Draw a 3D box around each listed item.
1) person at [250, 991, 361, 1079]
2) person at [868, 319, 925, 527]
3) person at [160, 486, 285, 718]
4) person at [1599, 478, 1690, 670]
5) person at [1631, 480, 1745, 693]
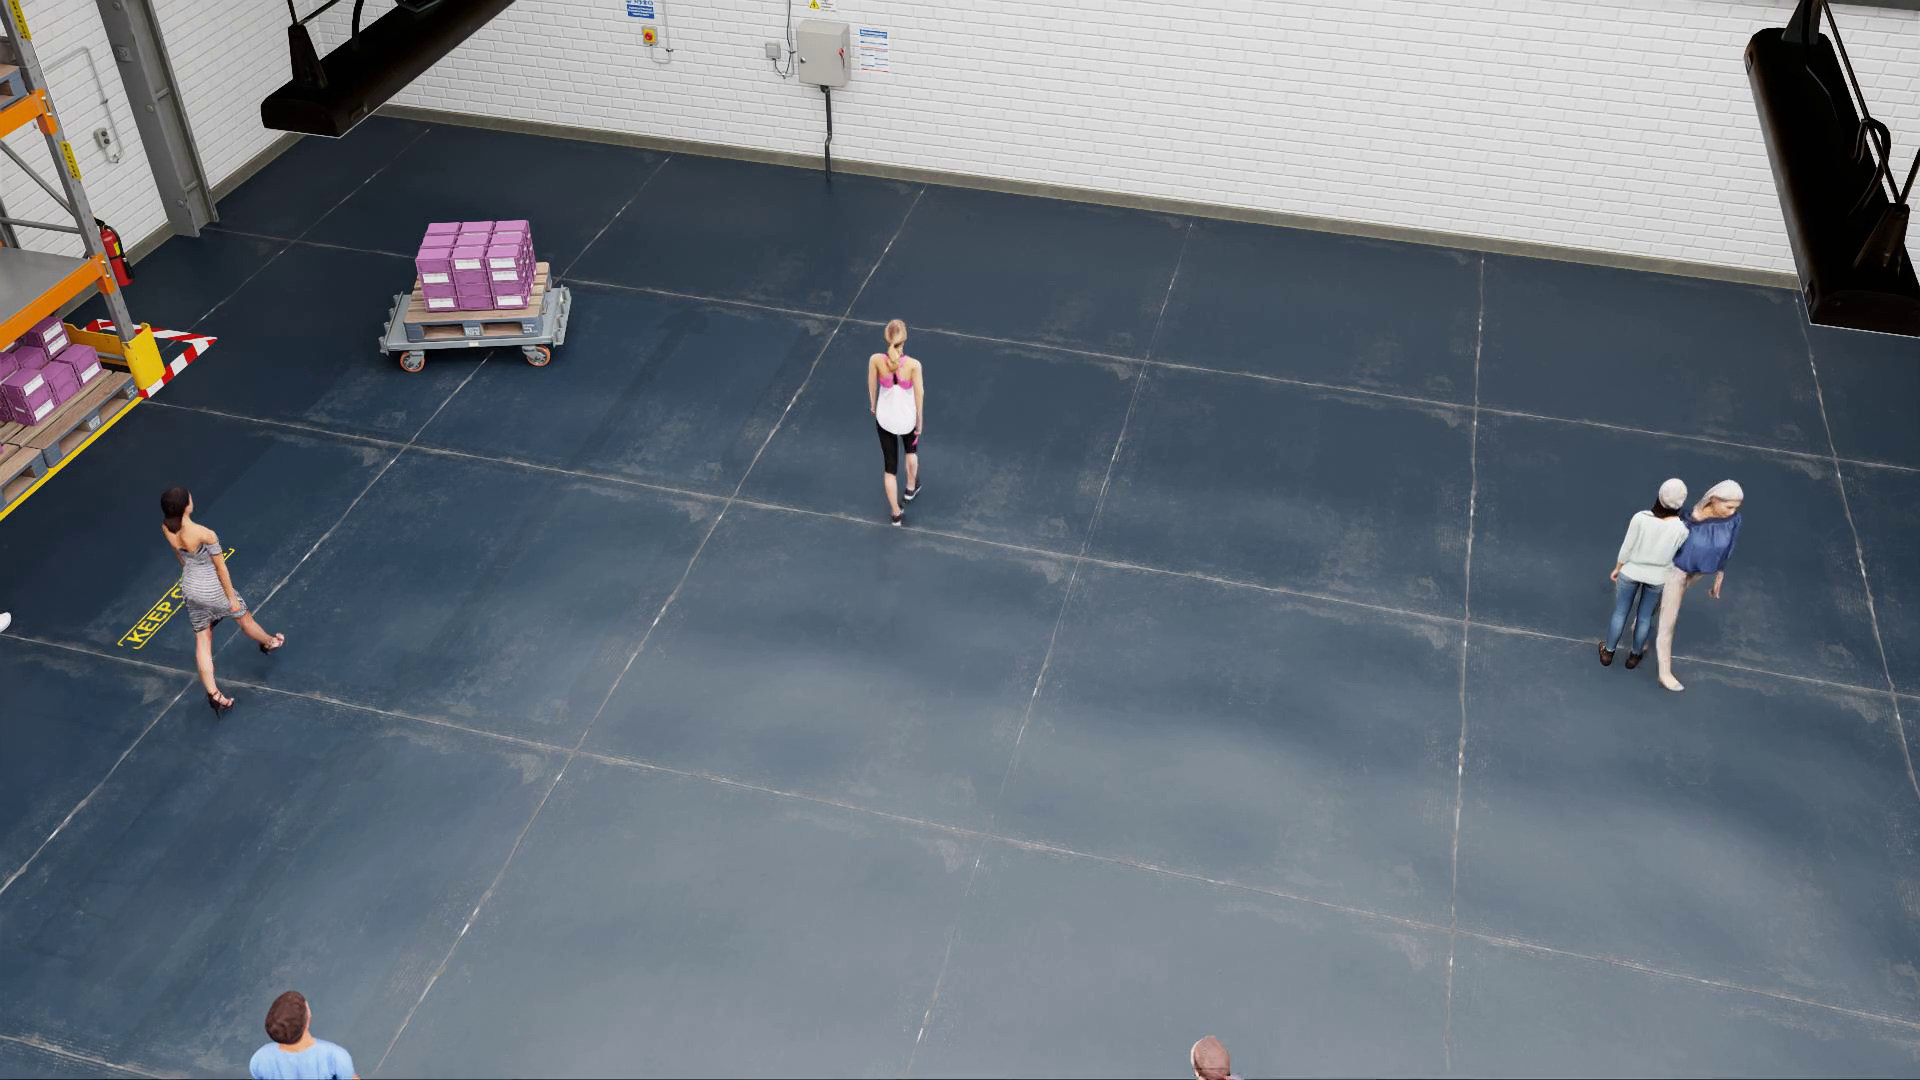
[{"bbox_3d":[-3.142,2.904,8.278,0.718,1.863,0.671,-1,39,-1],"label":"person"},{"bbox_3d":[-0.514,-0.877,13.090,0.679,1.766,0.861,3,39,4],"label":"person"},{"bbox_3d":[-5.211,0.449,11.420,0.614,1.778,1.039,9,40,11],"label":"person"},{"bbox_3d":[4.866,0.228,11.803,0.585,1.644,0.492,11,40,14],"label":"person"},{"bbox_3d":[5.119,0.176,11.862,0.951,1.652,1.149,-5,39,-6],"label":"person"}]
